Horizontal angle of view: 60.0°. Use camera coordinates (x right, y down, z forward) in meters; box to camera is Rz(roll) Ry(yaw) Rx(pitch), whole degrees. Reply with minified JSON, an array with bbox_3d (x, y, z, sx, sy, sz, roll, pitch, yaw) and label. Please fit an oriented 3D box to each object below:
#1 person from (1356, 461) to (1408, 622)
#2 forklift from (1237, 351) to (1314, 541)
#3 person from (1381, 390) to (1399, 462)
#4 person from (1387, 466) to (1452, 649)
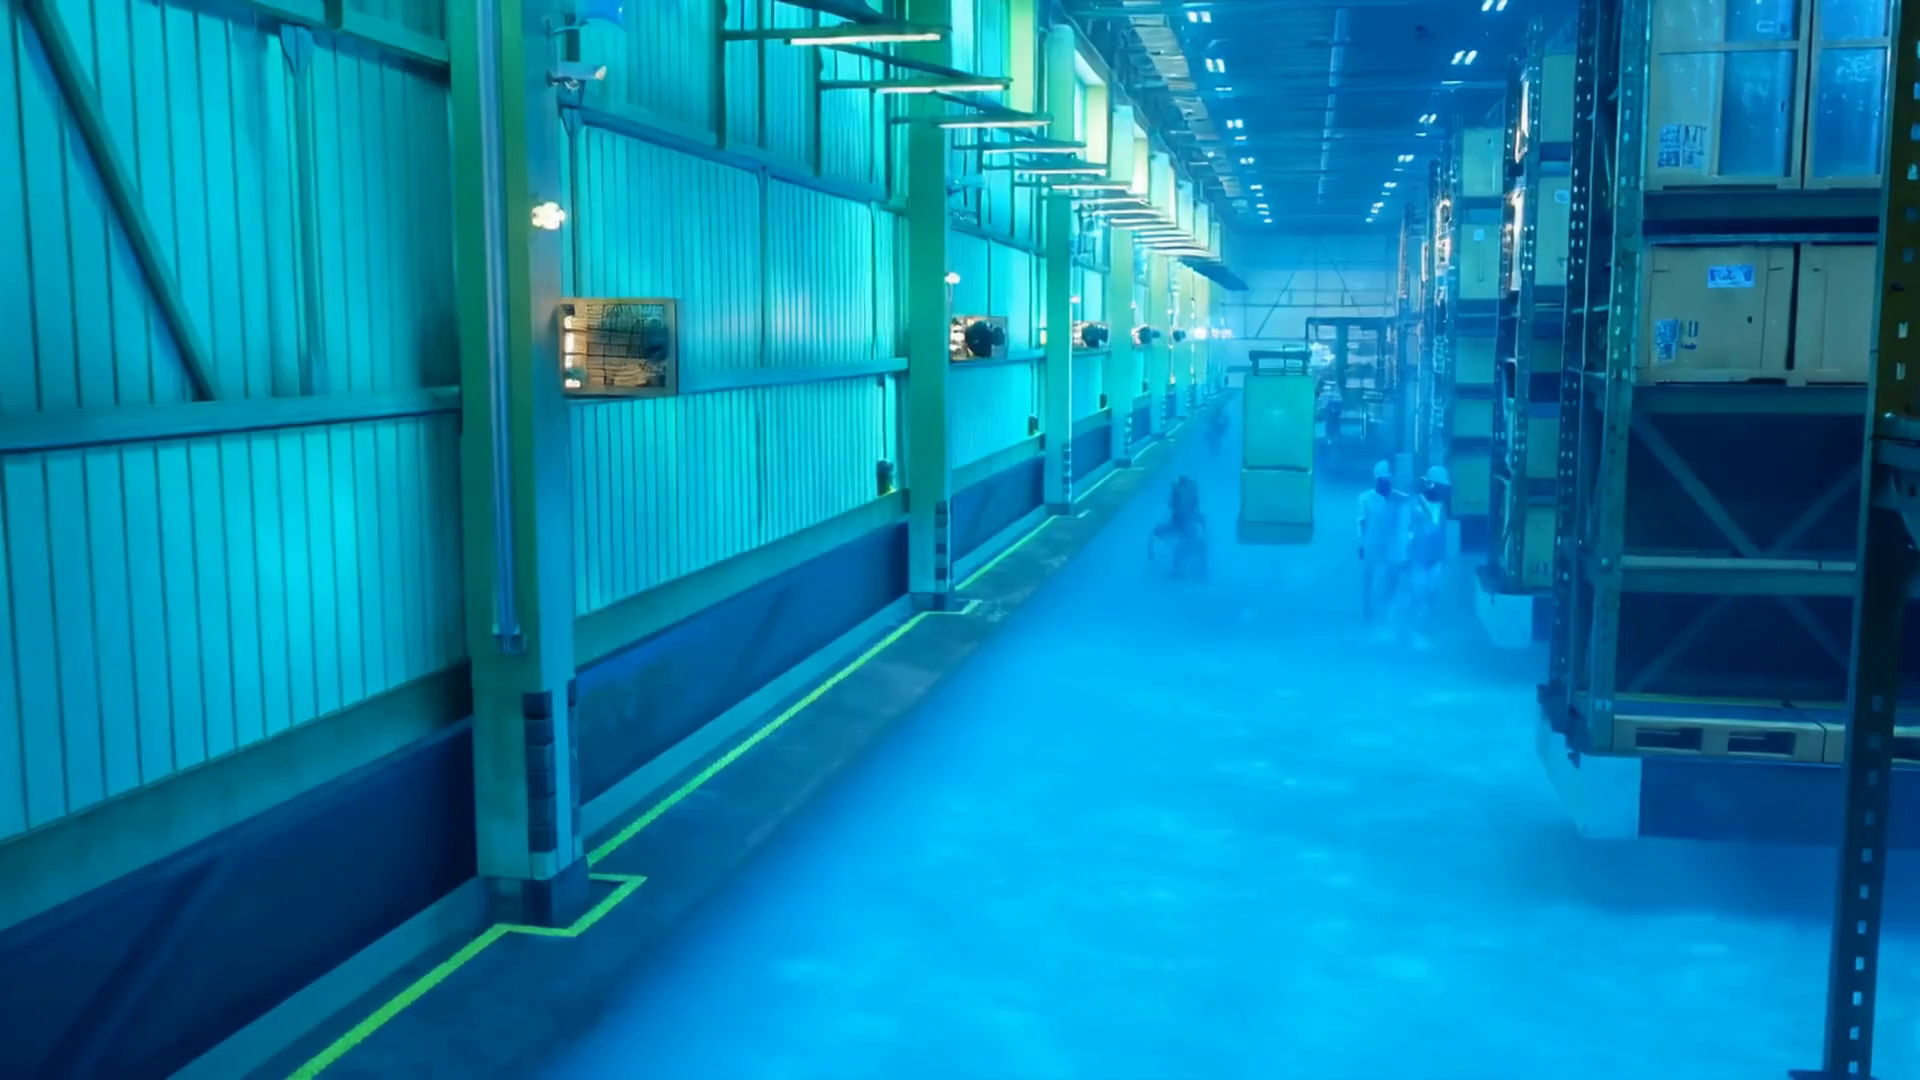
[{"bbox_3d":[4.506,0.027,17.713,0.590,1.731,0.519,0,7,1],"label":"person"},{"bbox_3d":[4.794,-1.463,25.103,1.129,2.768,1.873,1,7,12],"label":"forklift"},{"bbox_3d":[10.346,-2.720,39.769,0.493,1.720,0.661,6,9,41],"label":"person"},{"bbox_3d":[4.532,0.167,16.326,0.617,1.801,0.469,-3,8,-26],"label":"person"}]
